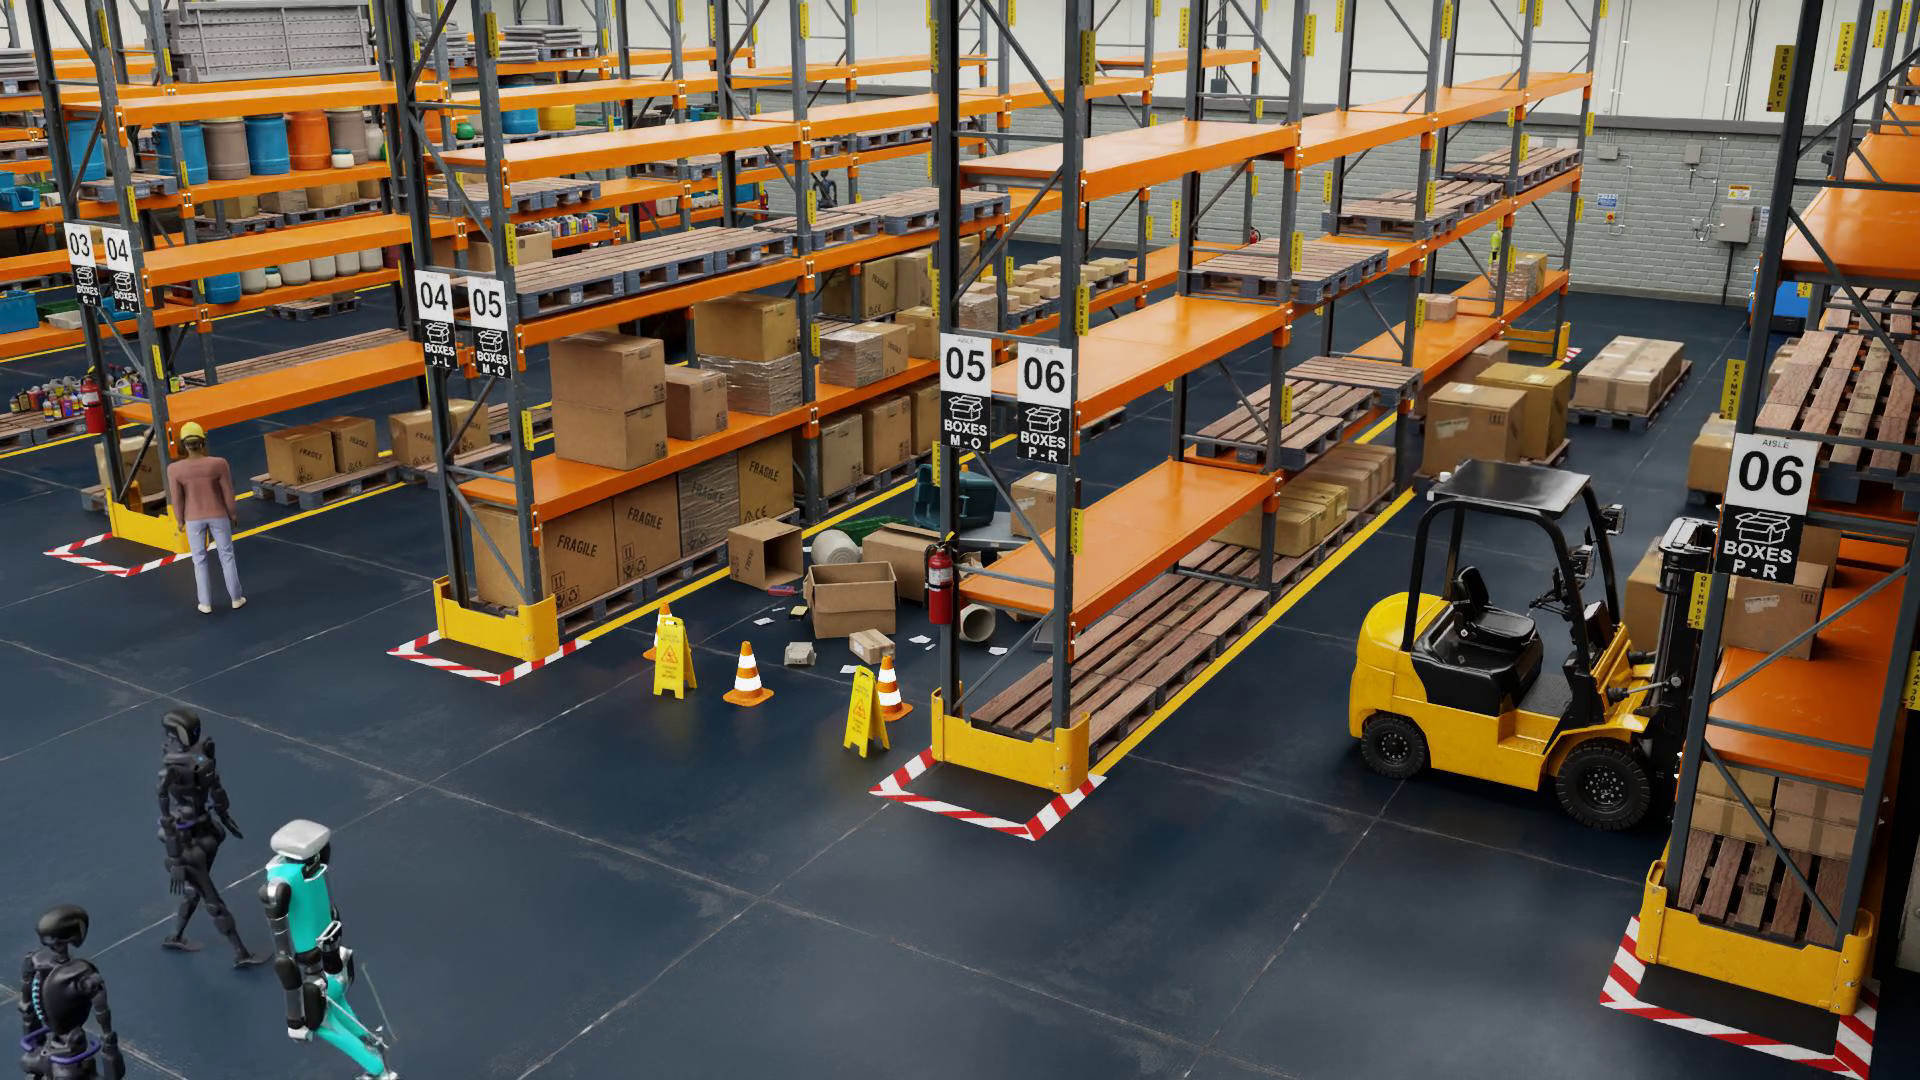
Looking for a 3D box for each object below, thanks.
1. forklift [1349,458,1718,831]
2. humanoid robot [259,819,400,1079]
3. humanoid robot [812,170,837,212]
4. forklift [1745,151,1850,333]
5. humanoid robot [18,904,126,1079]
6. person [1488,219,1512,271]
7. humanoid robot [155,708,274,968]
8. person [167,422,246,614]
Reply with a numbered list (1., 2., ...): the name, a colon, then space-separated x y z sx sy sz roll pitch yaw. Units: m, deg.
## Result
1. forklift: 3.988 0.658 11.776 2.313 2.155 1.214 11 22 29
2. humanoid robot: -2.930 2.202 8.042 0.714 1.813 0.551 1 19 4
3. humanoid robot: -2.801 -6.885 34.464 0.589 1.649 0.775 -9 21 -25
4. forklift: 13.620 -4.667 26.137 1.873 2.768 1.129 11 22 29
5. humanoid robot: -4.058 2.416 7.488 0.615 1.646 0.483 8 21 22
6. person: 8.967 -4.577 27.660 0.318 1.696 0.535 16 24 38
7. humanoid robot: -4.387 1.703 9.608 0.773 1.627 0.609 2 19 7
8. person: -6.753 -0.198 14.903 0.521 1.764 0.316 -9 21 -23
